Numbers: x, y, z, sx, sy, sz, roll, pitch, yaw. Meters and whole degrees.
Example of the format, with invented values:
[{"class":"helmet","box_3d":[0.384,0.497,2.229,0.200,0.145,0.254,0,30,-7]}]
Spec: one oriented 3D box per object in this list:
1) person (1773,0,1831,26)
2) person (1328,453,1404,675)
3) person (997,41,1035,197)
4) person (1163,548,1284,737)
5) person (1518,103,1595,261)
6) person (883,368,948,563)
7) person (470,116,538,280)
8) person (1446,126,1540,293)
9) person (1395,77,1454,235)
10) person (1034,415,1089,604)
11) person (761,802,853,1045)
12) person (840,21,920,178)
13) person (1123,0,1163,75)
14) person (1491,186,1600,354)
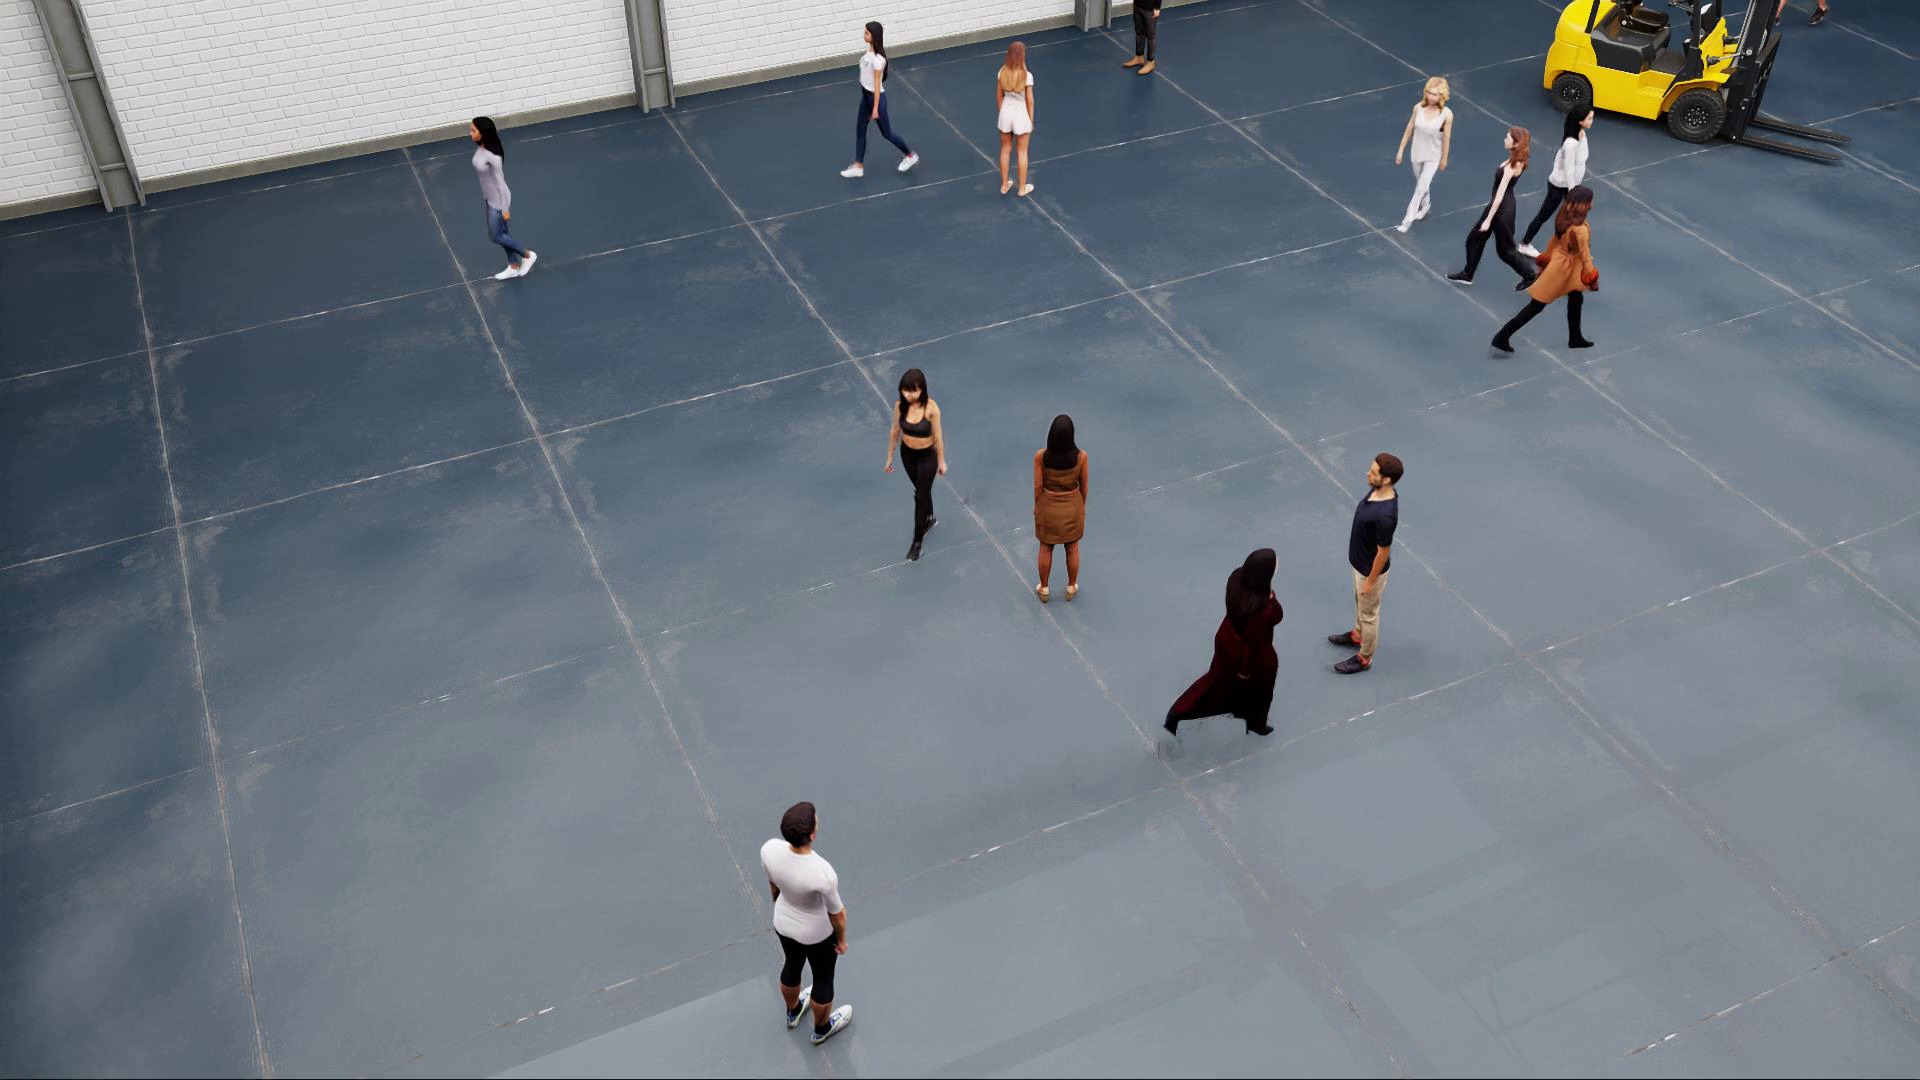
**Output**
[{"class":"person","box_3d":[11.101,-7.550,21.533,1.251,1.832,0.730,-12,40,-15]},{"class":"person","box_3d":[2.932,0.160,11.858,0.708,1.857,0.714,3,39,3]},{"class":"person","box_3d":[0.583,-4.518,17.845,0.674,1.696,0.724,17,42,20]},{"class":"person","box_3d":[1.826,0.763,11.211,1.092,1.723,0.754,-13,40,-15]},{"class":"person","box_3d":[5.965,-3.583,16.697,0.981,1.668,1.010,24,45,27]},{"class":"person","box_3d":[-0.280,-0.699,13.120,0.899,1.624,0.988,17,42,20]},{"class":"person","box_3d":[-4.457,-3.356,16.366,0.681,1.726,0.646,-20,43,-24]},{"class":"person","box_3d":[5.354,-3.145,16.116,1.169,1.708,1.054,10,40,12]},{"class":"person","box_3d":[4.882,-4.019,17.276,0.879,1.626,1.133,30,47,32]},{"class":"person","box_3d":[0.747,-0.226,12.475,0.564,1.690,0.688,-1,39,-2]},{"class":"person","box_3d":[-0.878,2.158,9.364,0.741,1.848,0.766,19,42,22]},{"class":"person","box_3d":[-0.834,-4.774,18.129,1.147,1.740,0.680,-12,40,-15]},{"class":"person","box_3d":[2.299,-6.629,20.467,0.571,1.722,0.680,-22,44,-25]},{"class":"person","box_3d":[5.399,-2.399,15.214,1.306,1.667,1.054,2,39,2]}]
